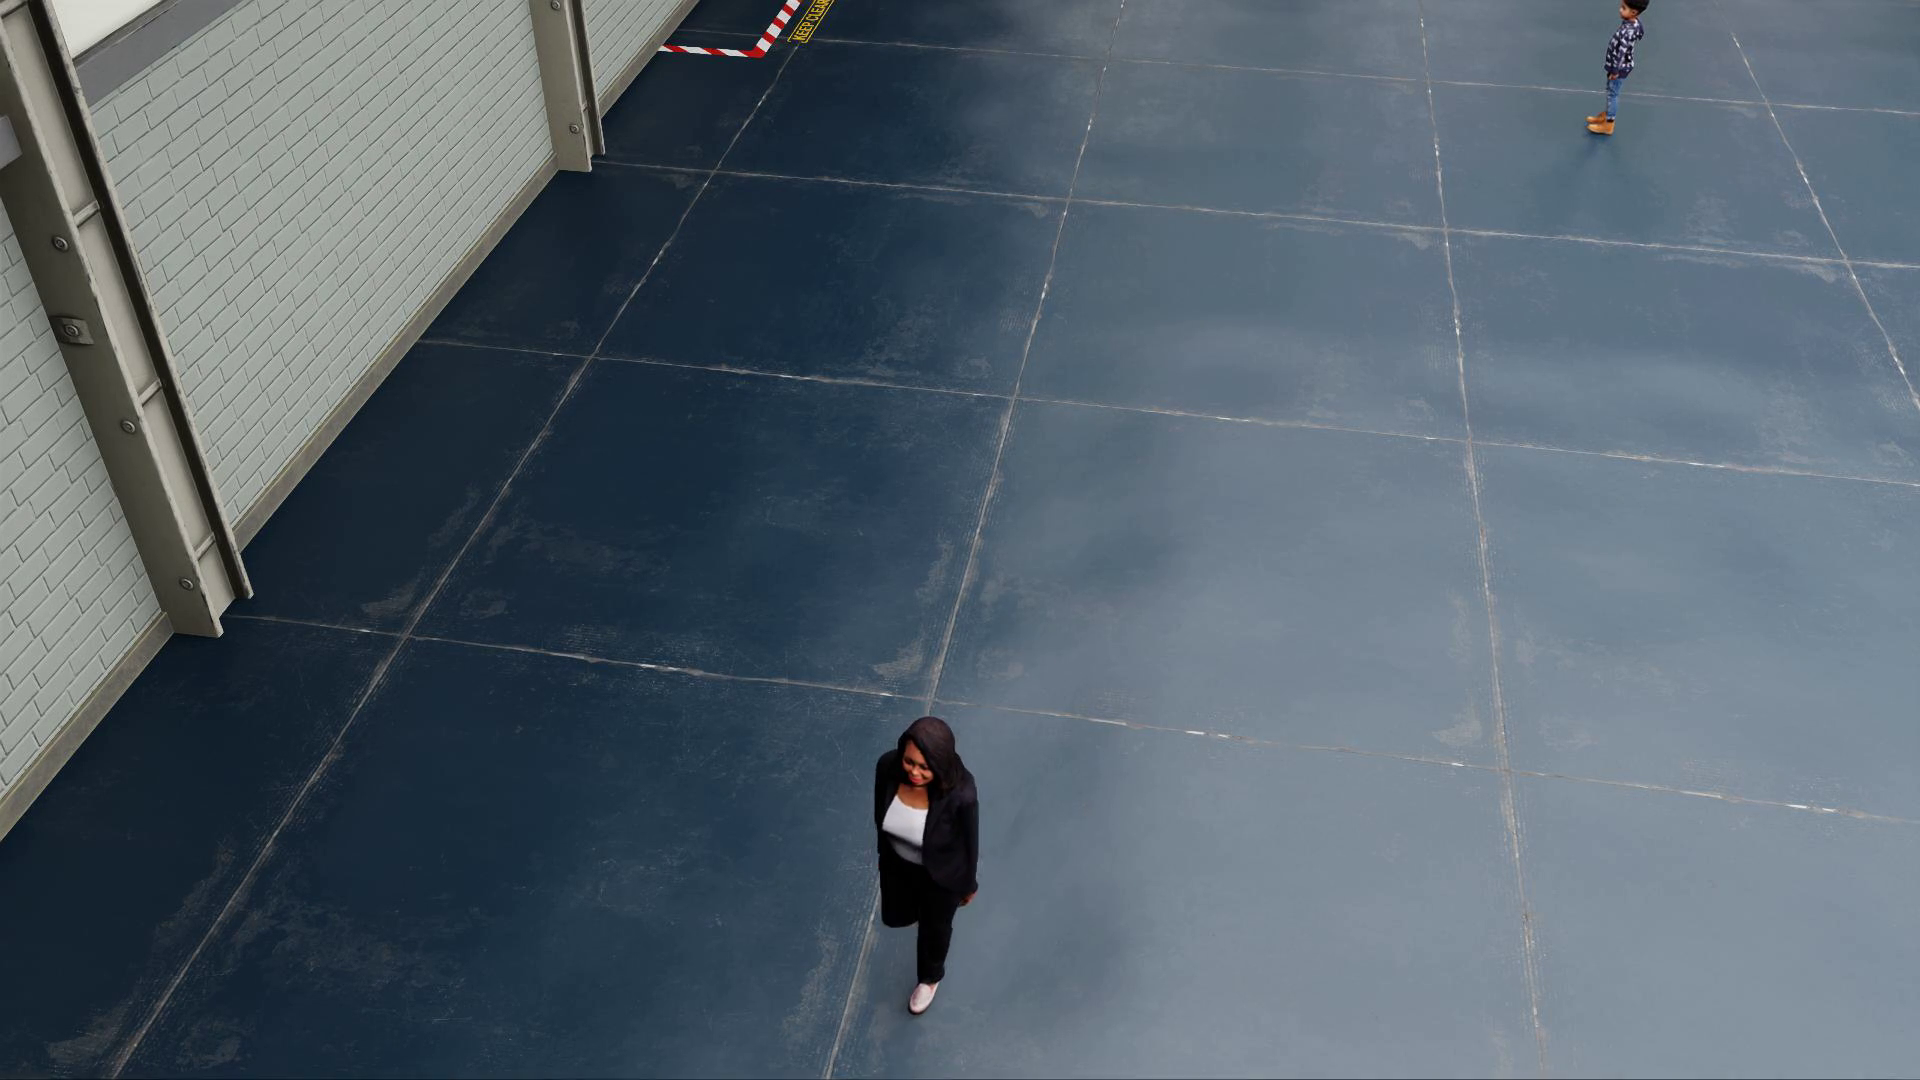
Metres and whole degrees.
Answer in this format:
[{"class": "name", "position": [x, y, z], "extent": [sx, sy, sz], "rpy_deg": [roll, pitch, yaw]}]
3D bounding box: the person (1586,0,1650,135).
[{"class": "person", "position": [5.657, -4.103, 14.238], "extent": [0.586, 1.253, 0.476], "rpy_deg": [12, 40, 15]}]

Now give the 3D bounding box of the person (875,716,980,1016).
[{"class": "person", "position": [-0.112, 1.308, 7.040], "extent": [0.725, 1.601, 0.867], "rpy_deg": [14, 40, 17]}]
